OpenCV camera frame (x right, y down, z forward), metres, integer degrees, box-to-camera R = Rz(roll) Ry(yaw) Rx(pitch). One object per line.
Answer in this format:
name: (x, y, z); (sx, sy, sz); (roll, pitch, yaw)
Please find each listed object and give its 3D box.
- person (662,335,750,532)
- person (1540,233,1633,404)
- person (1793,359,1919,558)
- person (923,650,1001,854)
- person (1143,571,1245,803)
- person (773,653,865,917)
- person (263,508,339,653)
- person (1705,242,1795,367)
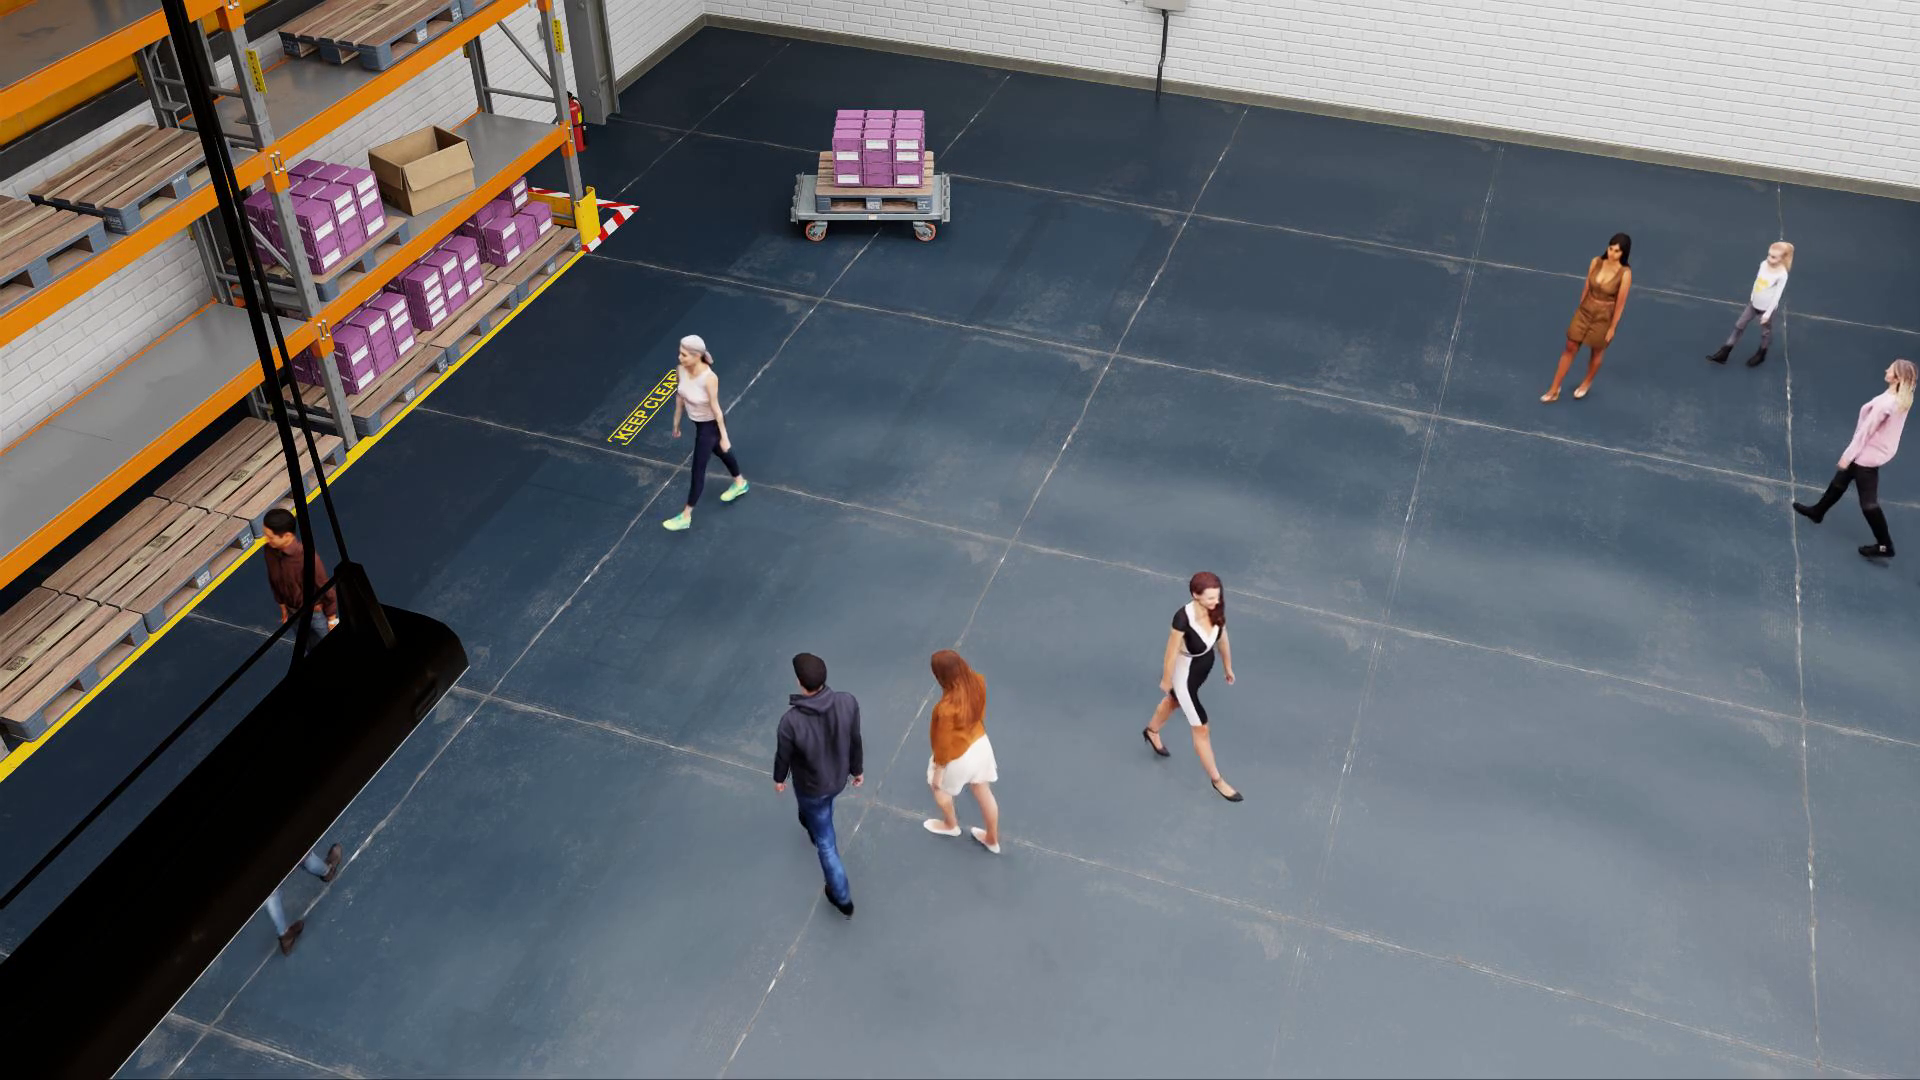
person: (-1.952, -0.931, 13.304); (1.222, 1.656, 0.989); (-29, 47, -32)
person: (5.634, -1.962, 14.583); (0.918, 1.672, 0.802); (-28, 46, -30)
person: (7.153, -0.603, 12.900); (1.135, 1.649, 1.038); (-28, 47, -31)
person: (0.078, 1.383, 10.386); (0.888, 1.681, 0.820); (30, 48, 32)
person: (1.456, 0.860, 10.985); (0.975, 1.752, 1.150); (32, 48, 33)
person: (-0.811, 1.516, 10.090); (1.206, 1.843, 1.190); (-21, 43, -25)
person: (-4.467, 0.480, 11.440); (0.640, 1.777, 0.505); (14, 41, 17)
person: (7.367, -2.135, 15.137); (0.886, 1.251, 0.849); (-15, 41, -18)
